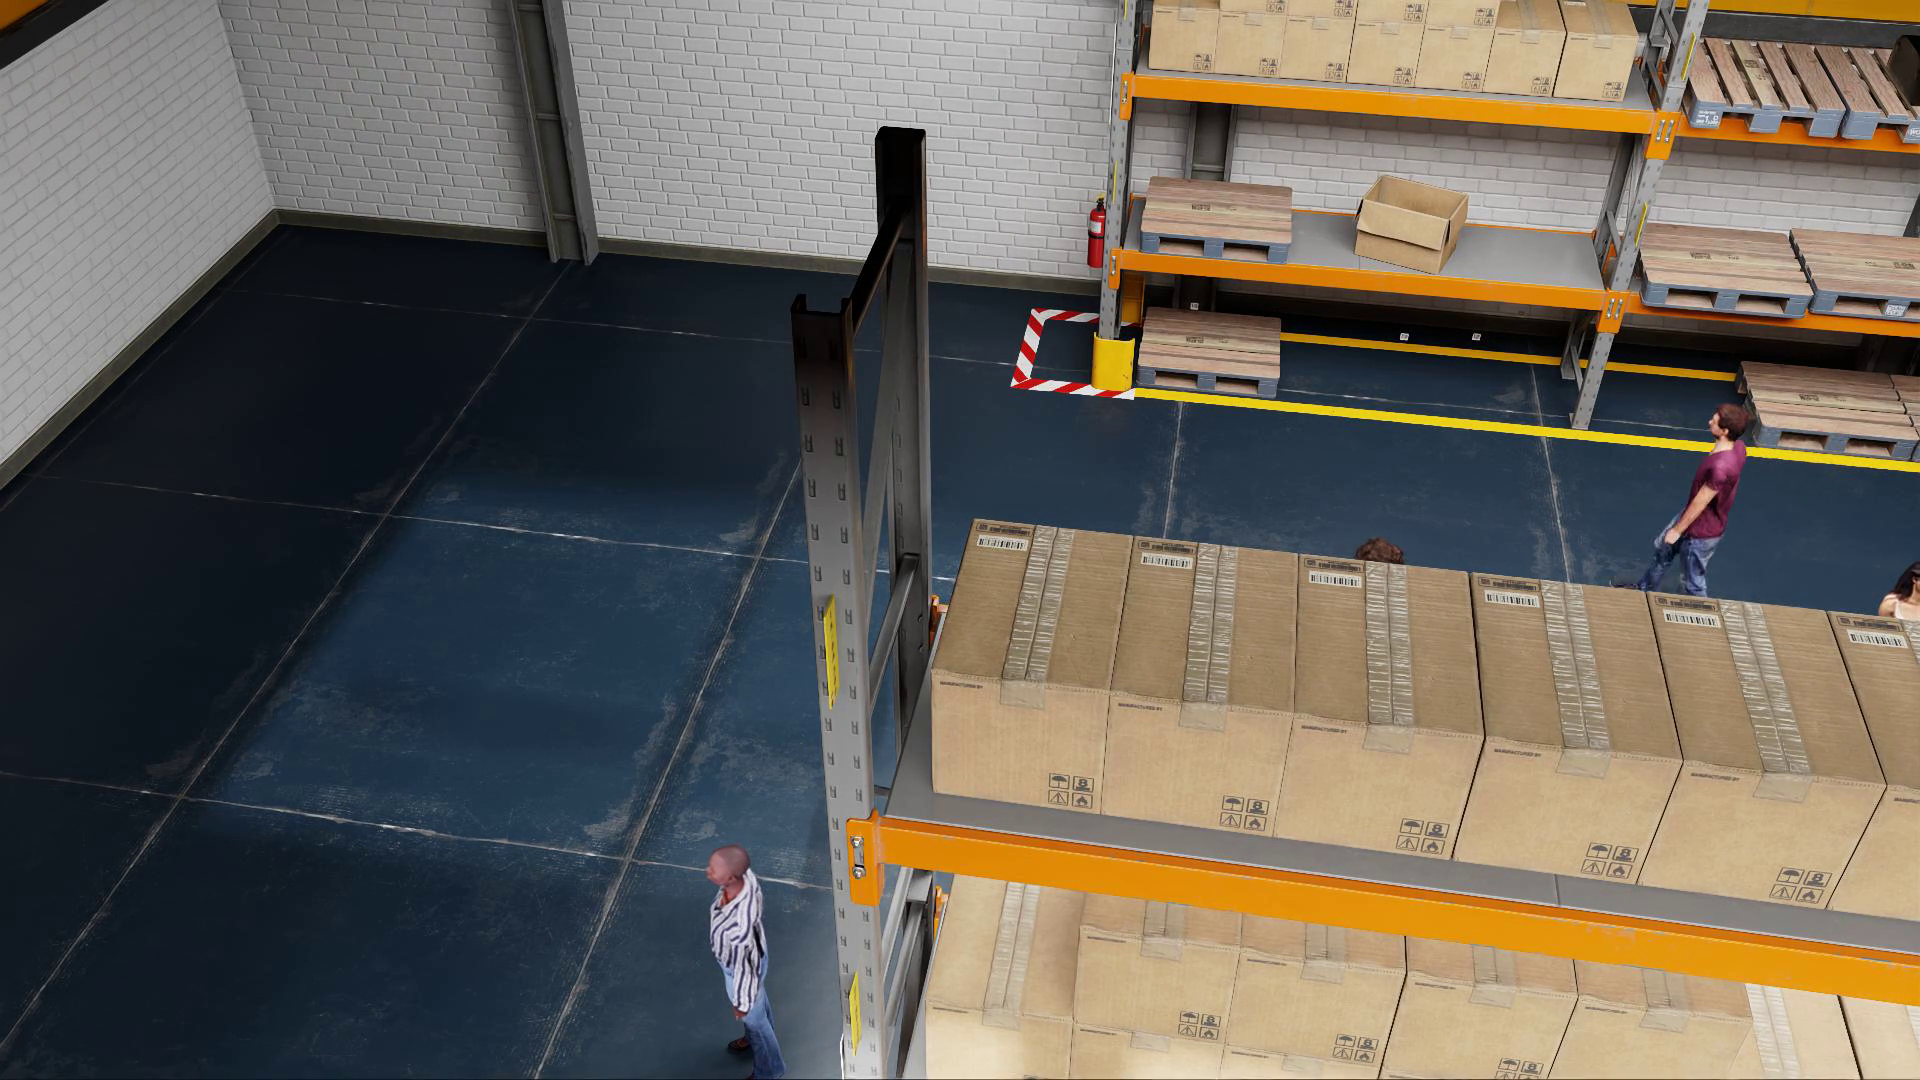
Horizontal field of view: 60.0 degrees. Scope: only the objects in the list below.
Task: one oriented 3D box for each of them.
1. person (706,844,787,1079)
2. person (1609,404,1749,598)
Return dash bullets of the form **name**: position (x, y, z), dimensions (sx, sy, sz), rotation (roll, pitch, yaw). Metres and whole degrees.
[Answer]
- **person**: position (-1.104, 2.186, 8.551), dimensions (0.658, 1.796, 0.687), rotation (-8, 39, -10)
- **person**: position (5.160, -0.090, 11.375), dimensions (0.999, 1.829, 0.819), rotation (17, 42, 20)
